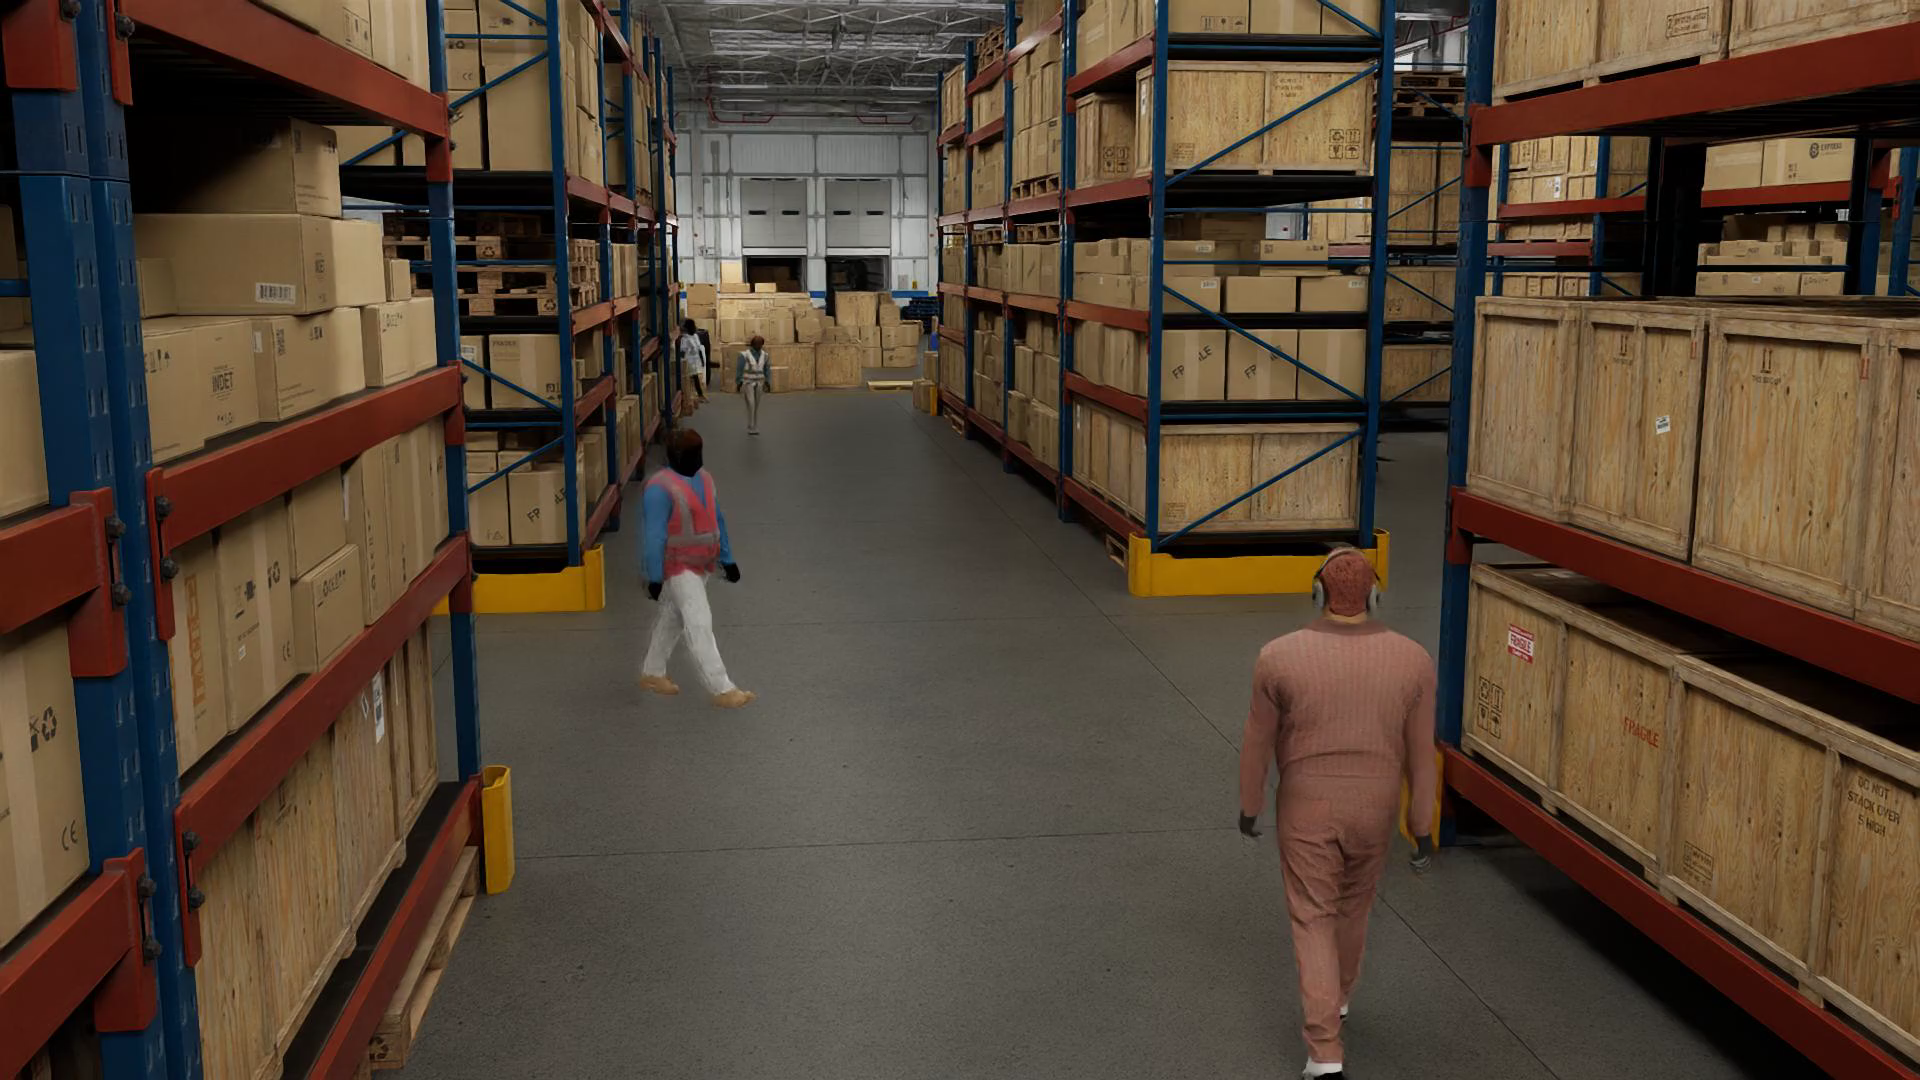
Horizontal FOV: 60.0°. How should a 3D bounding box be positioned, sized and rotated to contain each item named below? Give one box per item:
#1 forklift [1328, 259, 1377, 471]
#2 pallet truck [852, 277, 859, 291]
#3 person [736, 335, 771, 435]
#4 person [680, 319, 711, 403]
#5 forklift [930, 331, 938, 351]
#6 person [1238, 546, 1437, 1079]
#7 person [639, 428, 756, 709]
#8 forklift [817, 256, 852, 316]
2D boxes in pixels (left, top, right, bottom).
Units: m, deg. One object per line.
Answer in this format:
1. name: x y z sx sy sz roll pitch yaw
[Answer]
1. forklift: 4.845 -2.410 22.595 1.129 2.768 1.873 -1 10 -7
2. pallet truck: -3.782 -9.391 65.808 1.885 1.965 0.823 2 10 10
3. person: -3.270 -2.466 26.624 0.547 1.596 0.799 -6 12 -33
4. person: -5.305 -3.496 32.496 0.881 1.645 0.579 4 11 22
5. forklift: 0.242 -5.144 38.515 1.129 2.768 1.873 -8 13 -39
6. person: 1.349 0.959 5.951 0.672 1.869 0.973 0 10 1
7. person: -1.744 0.172 10.738 0.955 1.799 0.633 4 11 22
8. forklift: -4.171 -8.359 57.229 1.129 2.768 1.873 -7 12 -35
